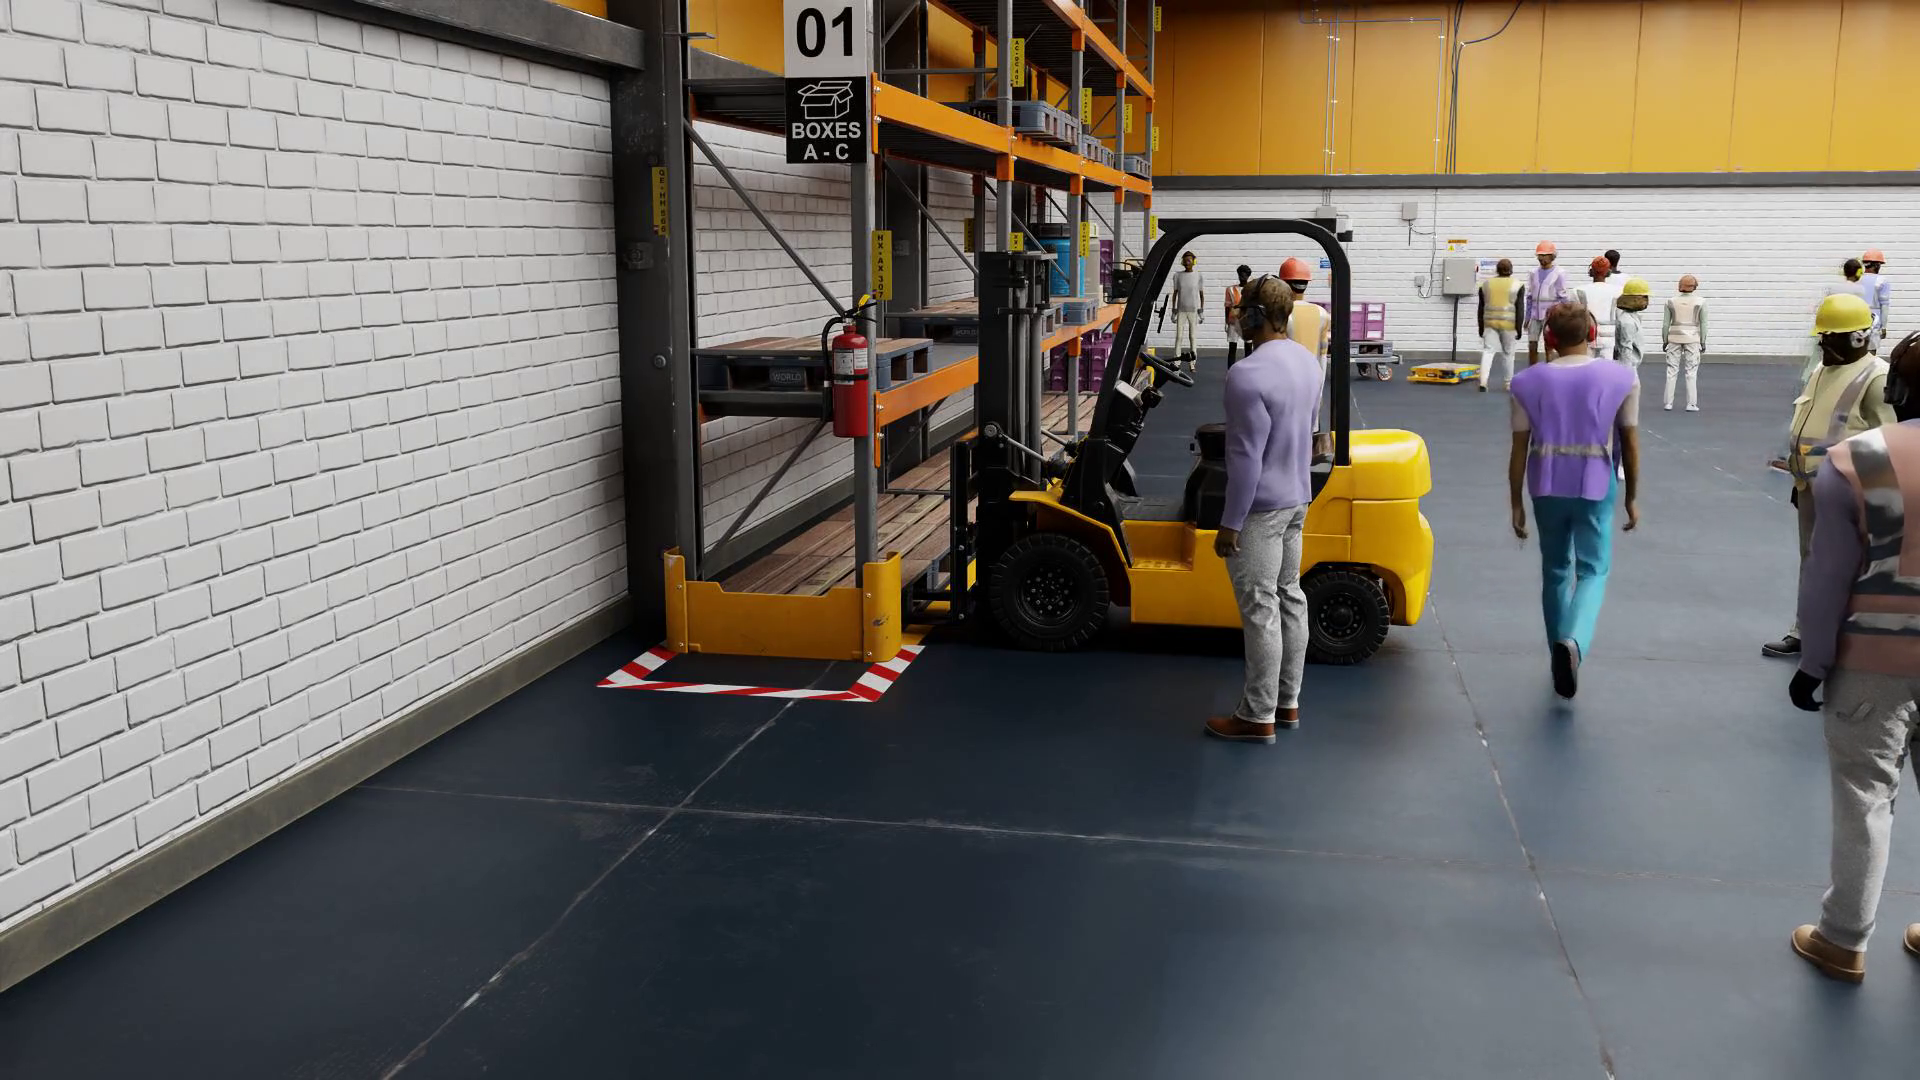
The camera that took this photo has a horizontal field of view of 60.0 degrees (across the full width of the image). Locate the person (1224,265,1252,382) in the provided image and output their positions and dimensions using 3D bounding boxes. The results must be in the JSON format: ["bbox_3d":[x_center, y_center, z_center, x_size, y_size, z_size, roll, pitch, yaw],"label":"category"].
[{"bbox_3d":[4.055,-3.103,23.914,0.533,1.692,0.322,2,11,13],"label":"person"}]

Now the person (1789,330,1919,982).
[{"bbox_3d":[2.647,0.334,4.659,0.619,1.845,0.430,1,10,4],"label":"person"}]

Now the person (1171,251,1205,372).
[{"bbox_3d":[3.539,-3.534,25.818,0.521,1.862,0.335,2,11,13],"label":"person"}]

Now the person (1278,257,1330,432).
[{"bbox_3d":[2.467,-1.124,12.394,0.552,1.935,0.374,-5,12,-27],"label":"person"}]

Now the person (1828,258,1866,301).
[{"bbox_3d":[10.572,-2.426,19.828,0.915,1.832,0.513,-6,12,-30],"label":"person"}]

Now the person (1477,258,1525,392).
[{"bbox_3d":[7.325,-2.910,22.548,0.640,1.811,0.865,7,12,32],"label":"person"}]

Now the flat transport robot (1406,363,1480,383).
[{"bbox_3d":[7.056,-2.432,24.130,0.652,0.197,1.431,7,13,35],"label":"flat transport robot"}]

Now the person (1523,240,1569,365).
[{"bbox_3d":[7.949,-3.018,22.491,0.525,2.044,0.776,-6,12,-30],"label":"person"}]

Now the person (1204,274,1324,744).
[{"bbox_3d":[1.256,-0.123,6.899,0.372,1.940,0.627,8,13,36],"label":"person"}]

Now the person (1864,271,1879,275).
[{"bbox_3d":[14.214,-3.463,26.051,0.506,1.631,0.268,7,13,34],"label":"person"}]

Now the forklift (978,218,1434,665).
[{"bbox_3d":[1.285,-0.567,8.635,2.313,2.155,1.214,2,11,11],"label":"forklift"}]

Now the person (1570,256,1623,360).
[{"bbox_3d":[6.765,-2.067,17.713,0.574,1.881,0.357,3,11,14],"label":"person"}]

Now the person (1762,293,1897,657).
[{"bbox_3d":[4.216,-0.272,8.038,0.403,1.822,0.588,-1,10,-7],"label":"person"}]

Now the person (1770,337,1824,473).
[{"bbox_3d":[7.596,-1.357,14.609,0.803,1.589,0.523,6,12,30],"label":"person"}]

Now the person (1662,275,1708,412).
[{"bbox_3d":[8.695,-2.358,19.972,0.513,1.640,0.309,7,13,34],"label":"person"}]

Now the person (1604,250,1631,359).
[{"bbox_3d":[8.734,-2.926,22.328,0.596,1.915,0.373,-5,12,-28],"label":"person"}]

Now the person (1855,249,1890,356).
[{"bbox_3d":[11.784,-2.807,21.633,0.376,1.932,0.543,-9,14,-40],"label":"person"}]

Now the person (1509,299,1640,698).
[{"bbox_3d":[2.800,-0.193,7.633,0.588,1.812,0.789,5,11,25],"label":"person"}]

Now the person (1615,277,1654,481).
[{"bbox_3d":[5.774,-1.387,14.367,0.321,1.742,0.492,4,11,22],"label":"person"}]
